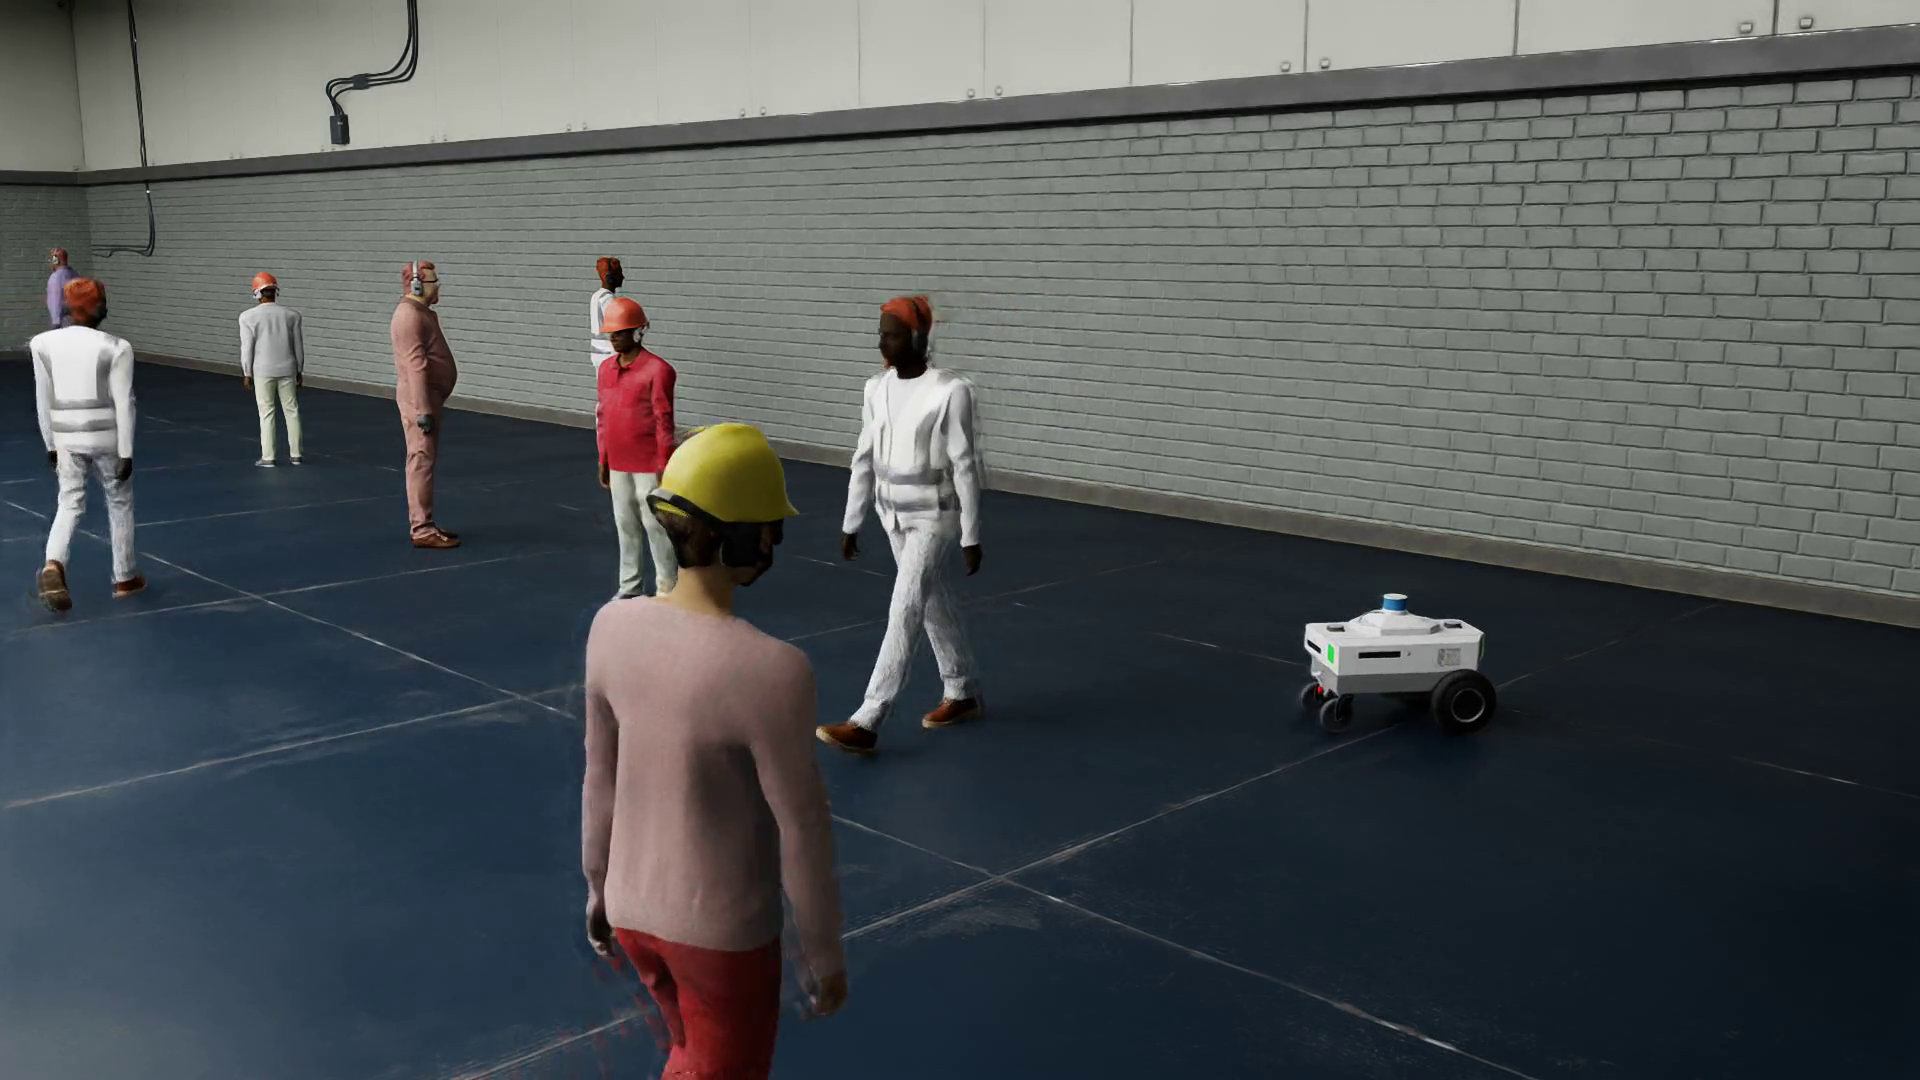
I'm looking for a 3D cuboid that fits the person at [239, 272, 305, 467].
[{"bbox_3d":[-6.197,-1.536,15.004,0.562,1.752,0.324,-10,14,-43],"label":"person"}]

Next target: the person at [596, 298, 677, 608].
[{"bbox_3d":[-1.793,-0.449,9.109,0.566,1.742,0.351,8,13,36],"label":"person"}]

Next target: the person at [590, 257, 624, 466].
[{"bbox_3d":[-3.106,-1.573,14.854,0.356,1.882,0.574,-5,12,-26],"label":"person"}]

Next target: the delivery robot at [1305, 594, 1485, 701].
[{"bbox_3d":[1.839,0.472,7.070,0.707,0.478,0.477,-1,11,-7],"label":"delivery robot"}]

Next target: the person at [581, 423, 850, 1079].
[{"bbox_3d":[-0.436,0.666,2.975,0.552,1.750,0.362,8,13,37],"label":"person"}]

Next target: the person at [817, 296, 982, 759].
[{"bbox_3d":[-0.238,-0.061,6.749,0.998,1.825,0.607,-9,14,-41],"label":"person"}]

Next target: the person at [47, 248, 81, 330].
[{"bbox_3d":[-12.065,-2.968,22.432,0.397,1.901,0.645,-1,10,-3],"label":"person"}]

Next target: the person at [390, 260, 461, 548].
[{"bbox_3d":[-3.569,-0.904,11.136,0.406,1.911,0.636,-3,11,-17],"label":"person"}]

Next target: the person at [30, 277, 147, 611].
[{"bbox_3d":[-4.897,-0.538,9.303,0.574,1.853,0.836,-1,10,-6],"label":"person"}]
